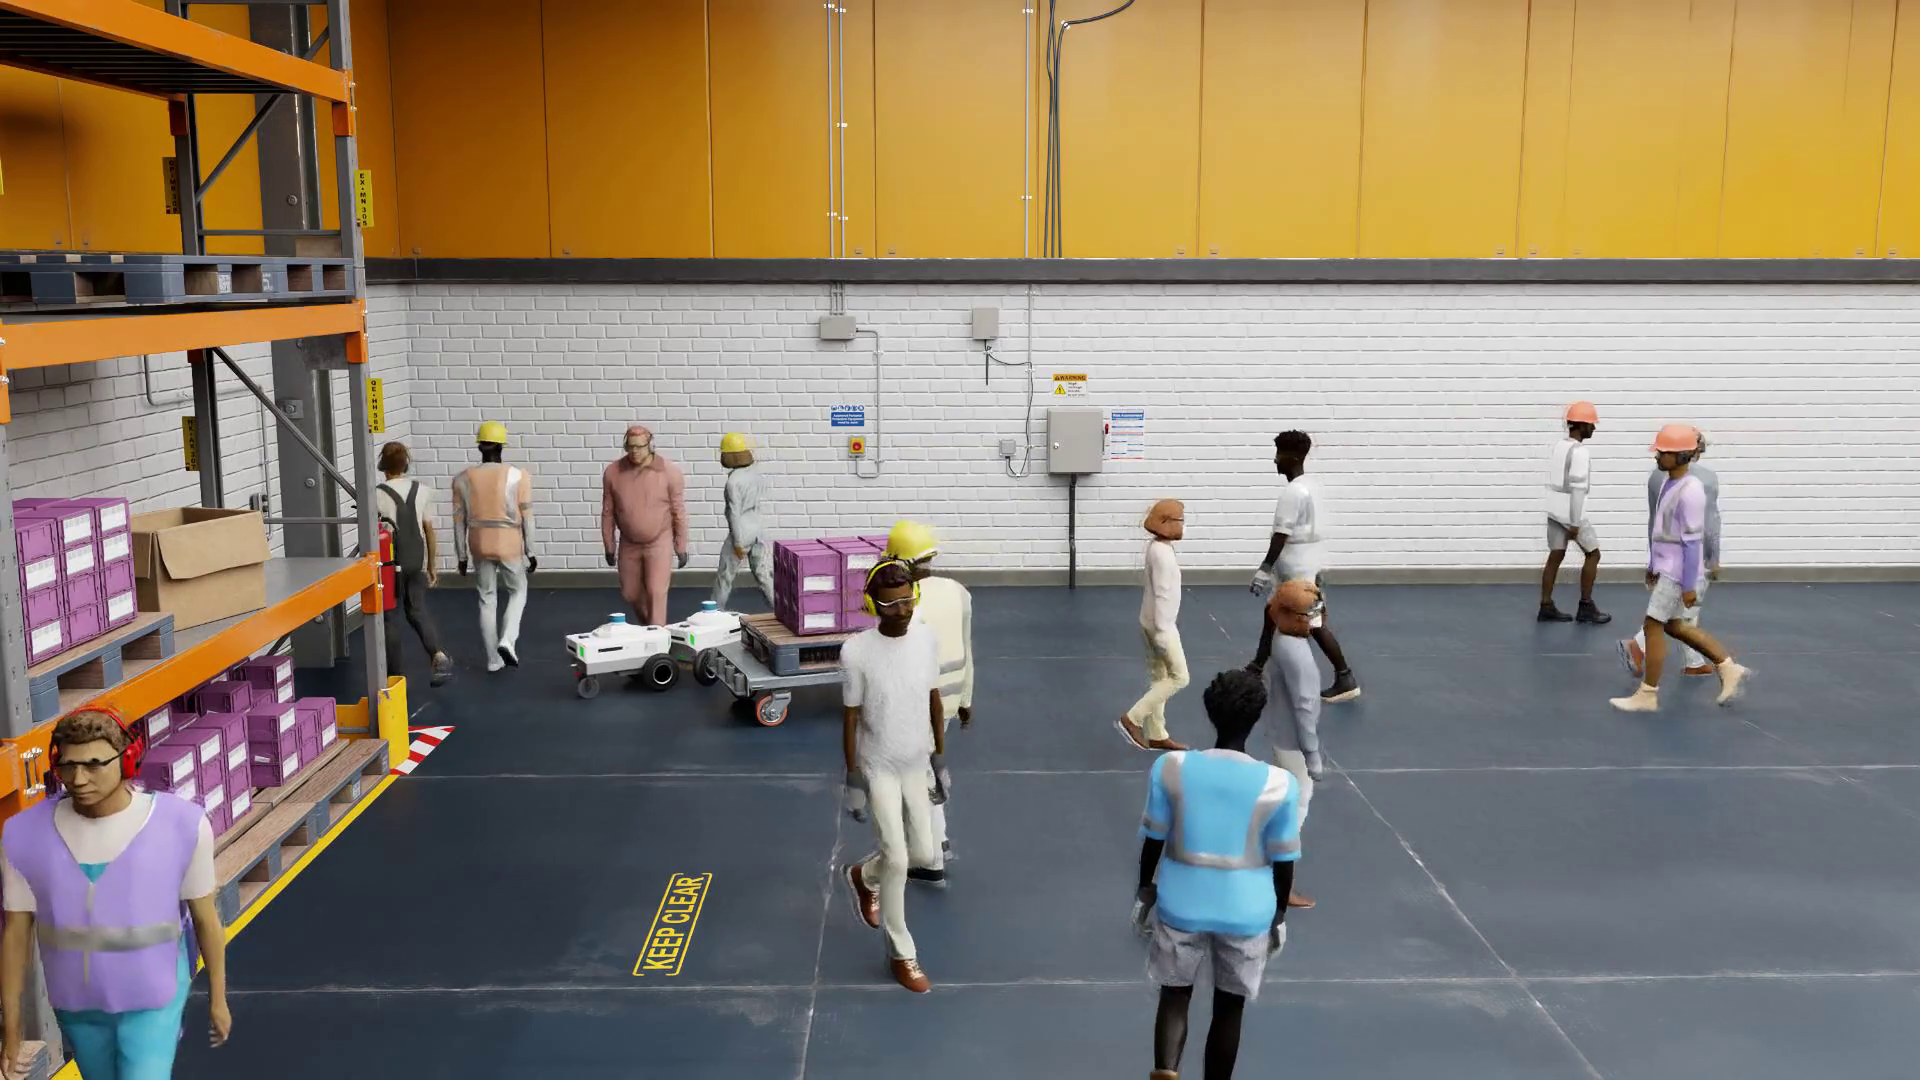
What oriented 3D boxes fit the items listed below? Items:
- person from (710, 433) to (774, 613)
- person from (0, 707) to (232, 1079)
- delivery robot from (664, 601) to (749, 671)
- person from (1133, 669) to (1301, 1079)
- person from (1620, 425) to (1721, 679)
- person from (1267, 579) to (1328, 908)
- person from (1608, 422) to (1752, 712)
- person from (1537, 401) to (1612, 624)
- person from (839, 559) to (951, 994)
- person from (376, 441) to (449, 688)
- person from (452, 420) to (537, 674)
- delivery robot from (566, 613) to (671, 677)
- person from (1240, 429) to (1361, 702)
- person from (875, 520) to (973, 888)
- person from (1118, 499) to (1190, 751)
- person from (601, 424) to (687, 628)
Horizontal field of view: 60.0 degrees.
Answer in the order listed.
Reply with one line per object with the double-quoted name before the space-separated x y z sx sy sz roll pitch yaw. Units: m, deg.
"person" -1.819 -0.035 13.702 0.878 1.697 0.479 4 10 25
"person" -2.482 1.345 4.931 0.584 1.803 0.956 -1 9 -7
"delivery robot" -1.860 0.699 12.398 0.477 0.478 0.707 7 11 36
"person" 0.861 1.286 5.646 0.569 1.673 0.539 3 10 15
"person" 5.245 0.106 12.242 0.837 1.896 0.656 -3 10 -16
"person" 1.573 0.957 7.927 0.297 1.605 0.638 1 9 5
"person" 4.954 0.199 11.303 0.859 2.017 0.618 2 10 15
"person" 5.313 -0.227 14.226 0.722 1.914 0.546 -1 9 -8
"person" -0.326 0.968 7.138 0.518 1.843 0.653 -7 12 -38
"person" -3.970 0.205 11.850 0.697 1.823 0.530 9 13 43
"person" -3.472 0.060 12.453 0.611 1.907 0.437 0 9 -2
"delivery robot" -2.456 0.769 11.965 0.707 0.478 0.477 -6 11 -31
"person" 2.389 0.179 11.746 1.025 1.922 0.625 3 10 20
"person" -0.217 0.801 8.205 0.501 1.809 0.618 8 12 41
"person" 1.252 0.543 10.368 0.386 1.619 0.518 0 9 0
"person" -2.417 0.018 12.858 0.663 1.871 0.742 1 9 7
